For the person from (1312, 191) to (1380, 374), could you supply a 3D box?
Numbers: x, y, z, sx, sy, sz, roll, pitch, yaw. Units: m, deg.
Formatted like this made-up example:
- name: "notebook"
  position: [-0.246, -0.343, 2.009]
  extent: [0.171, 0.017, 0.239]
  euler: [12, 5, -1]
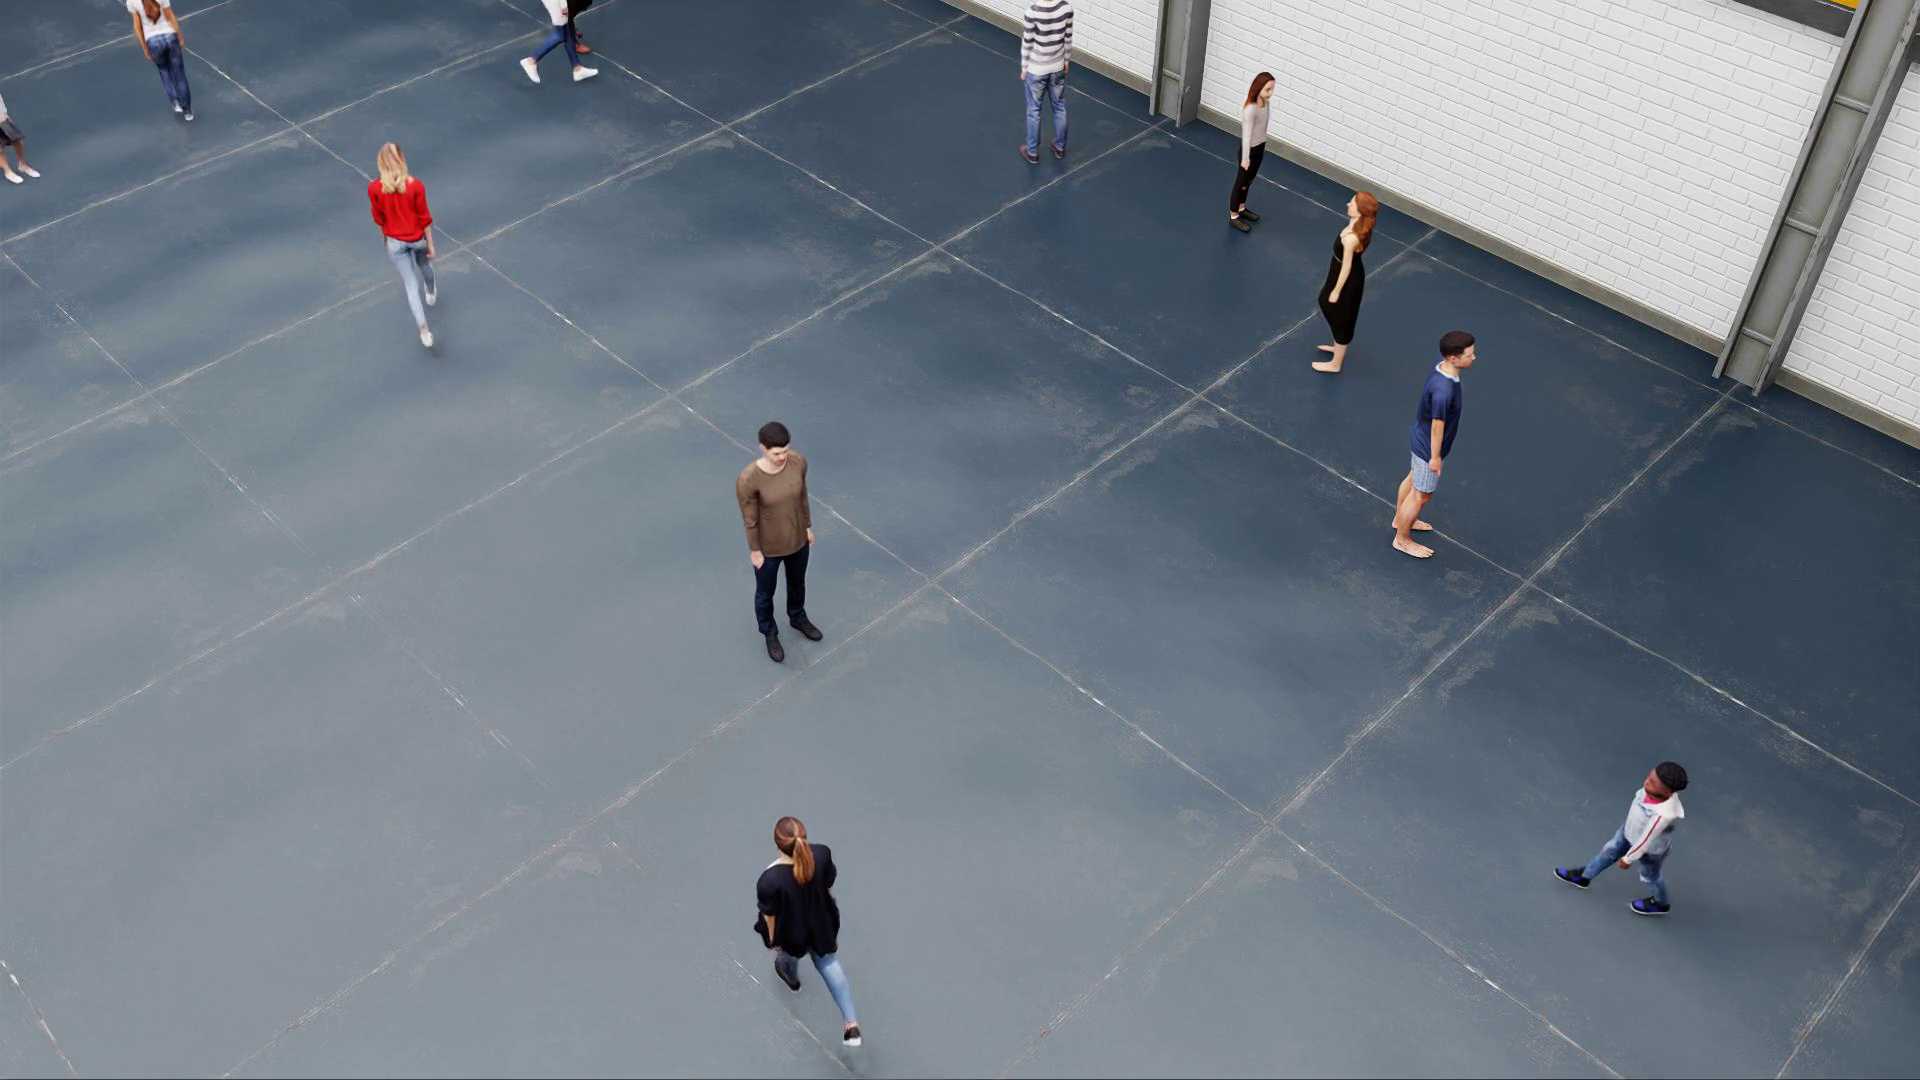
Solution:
- name: "person"
  position: [3.057, -2.035, 13.105]
  extent: [0.659, 1.624, 0.643]
  euler: [19, 47, 19]

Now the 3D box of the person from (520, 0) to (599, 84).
- name: "person"
  position: [-4.110, -5.358, 16.507]
  extent: [0.967, 1.742, 1.033]
  euler: [-13, 45, -13]

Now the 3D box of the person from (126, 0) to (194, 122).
- name: "person"
  position: [-7.680, -4.769, 16.032]
  extent: [0.640, 1.545, 0.700]
  euler: [-16, 46, -16]

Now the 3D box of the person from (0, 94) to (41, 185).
- name: "person"
  position: [-8.935, -3.881, 15.302]
  extent: [0.615, 1.265, 0.555]
  euler: [24, 49, 23]

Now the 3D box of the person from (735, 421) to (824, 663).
- name: "person"
  position: [-1.179, -0.025, 10.804]
  extent: [0.677, 1.887, 0.612]
  euler: [-28, 50, -26]

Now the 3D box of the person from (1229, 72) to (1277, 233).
- name: "person"
  position: [2.575, -3.453, 14.695]
  extent: [0.541, 1.483, 0.584]
  euler: [23, 48, 22]

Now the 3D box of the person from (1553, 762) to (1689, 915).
- name: "person"
  position: [3.966, 1.713, 9.458]
  extent: [0.941, 1.226, 0.781]
  euler: [8, 44, 8]

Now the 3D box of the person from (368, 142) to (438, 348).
- name: "person"
  position: [-4.450, -2.338, 13.401]
  extent: [0.978, 1.653, 1.244]
  euler: [-12, 45, -12]

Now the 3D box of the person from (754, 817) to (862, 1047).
- name: "person"
  position: [-0.792, 2.075, 8.764]
  extent: [0.767, 1.661, 1.111]
  euler: [-24, 49, -23]

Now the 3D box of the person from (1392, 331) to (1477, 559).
- name: "person"
  position: [3.267, -0.689, 11.528]
  extent: [0.729, 1.849, 0.710]
  euler: [9, 44, 9]

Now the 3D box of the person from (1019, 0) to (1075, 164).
- name: "person"
  position: [0.802, -4.390, 15.416]
  extent: [0.713, 1.847, 0.691]
  euler: [-14, 45, -14]
